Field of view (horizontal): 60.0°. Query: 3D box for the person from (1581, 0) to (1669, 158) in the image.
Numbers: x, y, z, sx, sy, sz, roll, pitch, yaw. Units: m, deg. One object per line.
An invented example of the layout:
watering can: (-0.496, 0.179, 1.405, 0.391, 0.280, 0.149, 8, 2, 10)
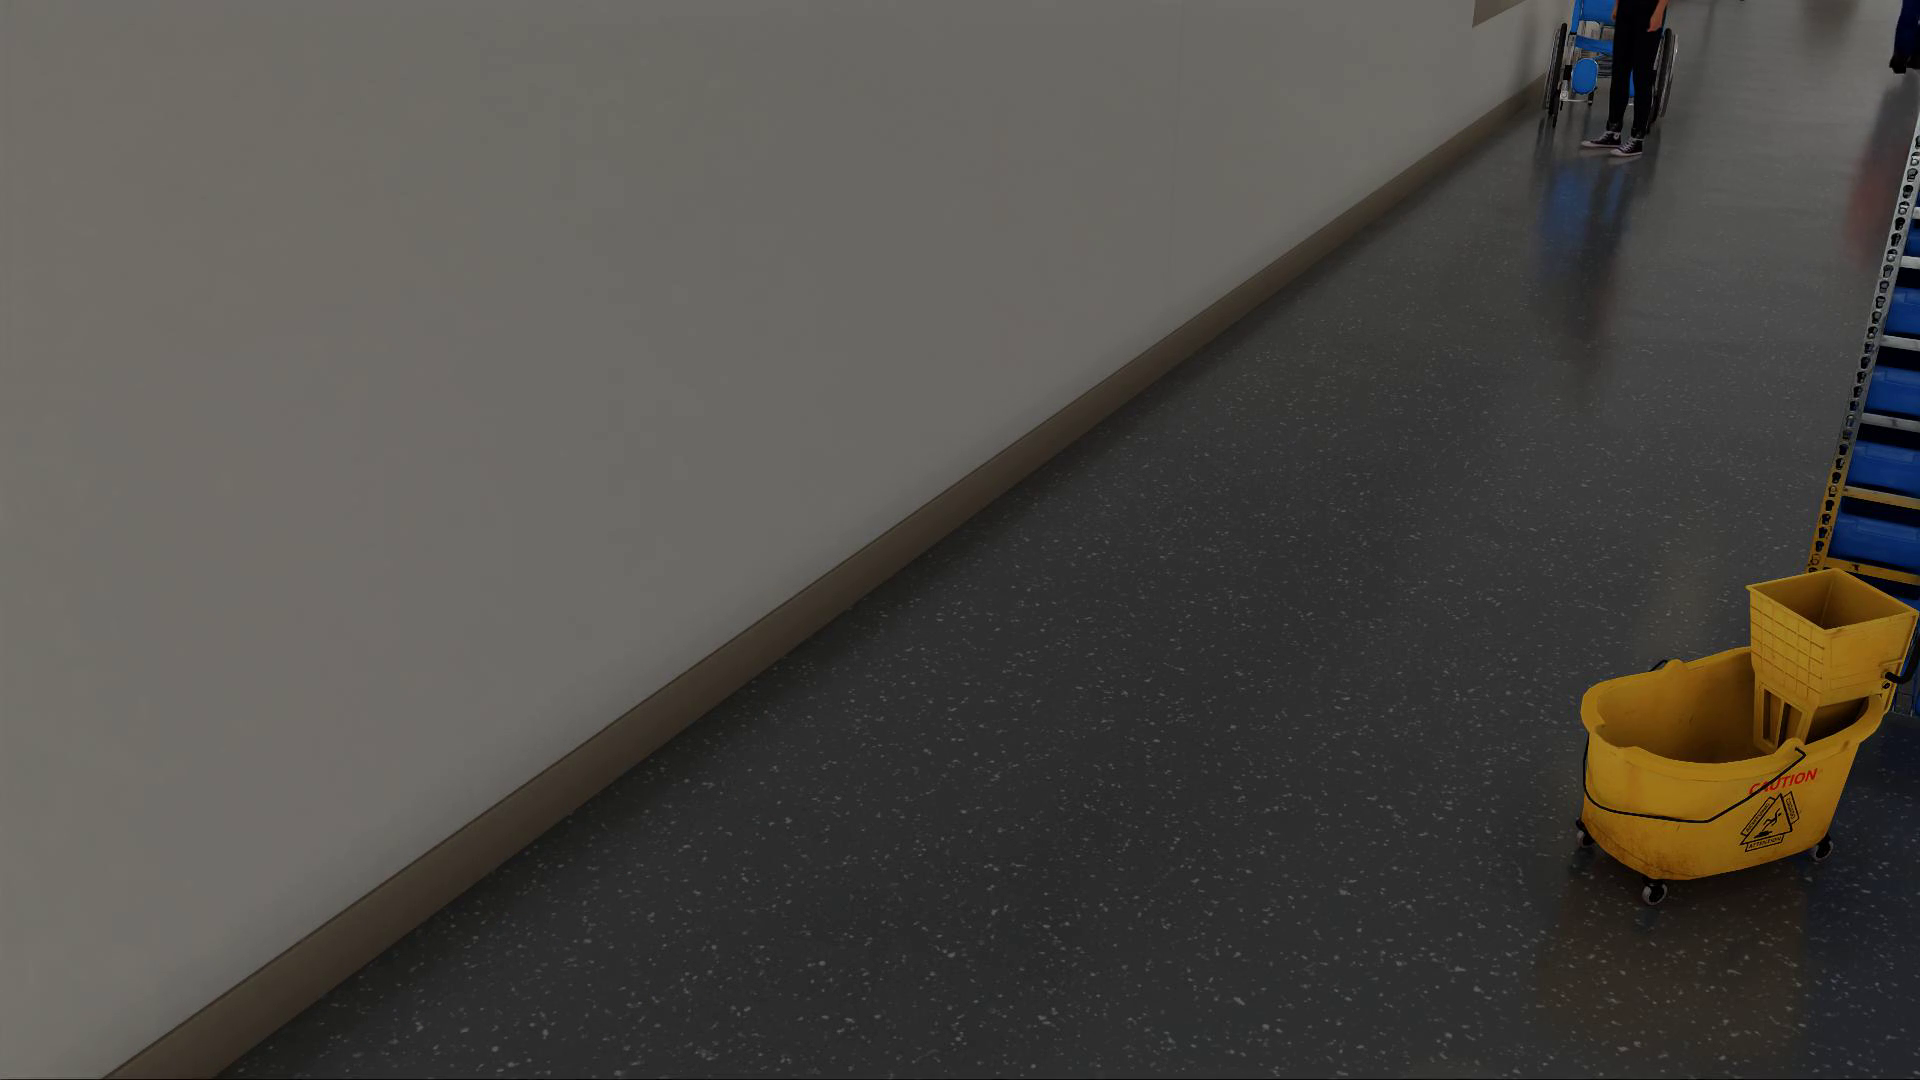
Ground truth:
person: (4.341, -3.359, 10.588, 0.751, 1.771, 0.675, -9, 27, -18)
